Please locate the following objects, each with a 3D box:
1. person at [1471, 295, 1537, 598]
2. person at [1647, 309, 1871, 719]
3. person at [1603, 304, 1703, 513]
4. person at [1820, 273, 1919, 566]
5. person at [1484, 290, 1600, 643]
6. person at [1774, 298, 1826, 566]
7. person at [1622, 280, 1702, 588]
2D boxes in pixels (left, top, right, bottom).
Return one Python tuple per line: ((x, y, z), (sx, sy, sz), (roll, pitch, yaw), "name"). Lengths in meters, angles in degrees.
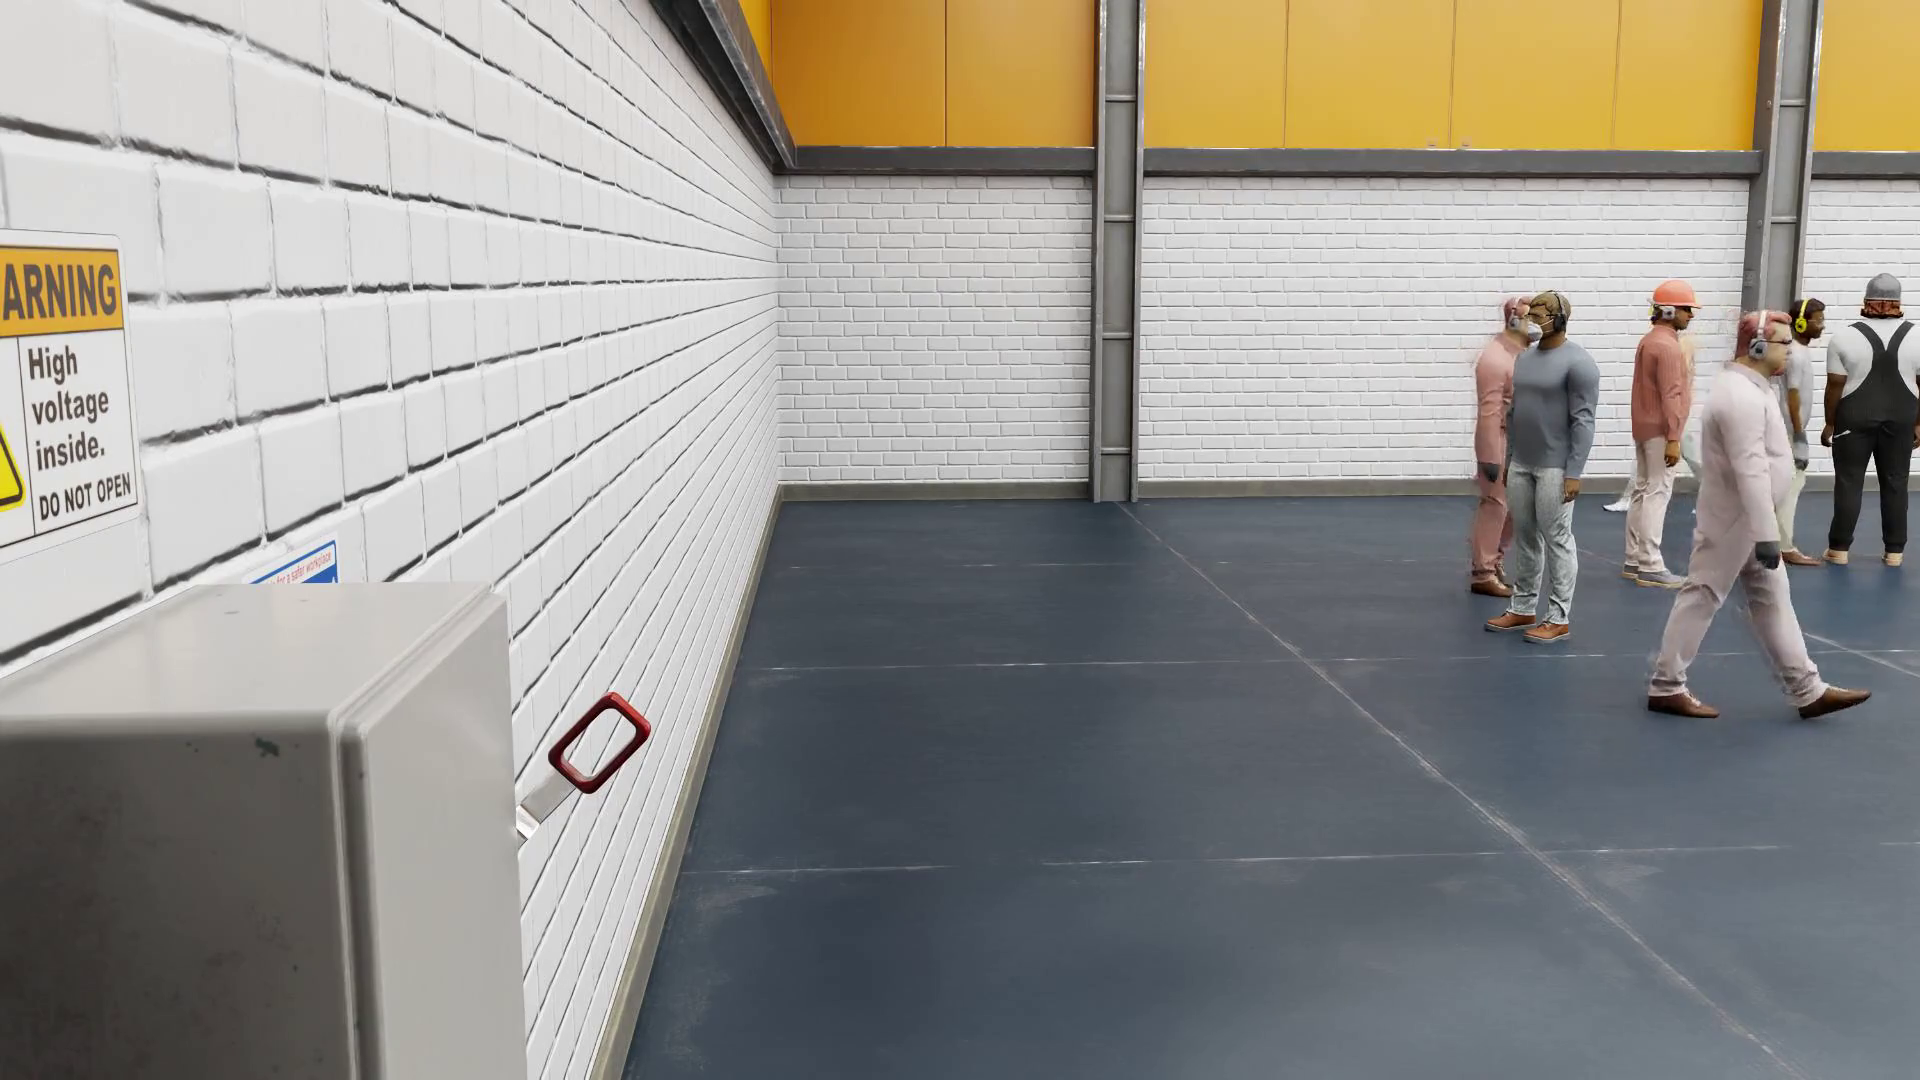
((3.440, -0.577, 10.419), (0.420, 1.898, 0.695), (8, 12, 41), "person")
((3.602, -0.084, 7.429), (0.959, 1.857, 0.678), (5, 10, 28), "person")
((6.052, -1.146, 14.082), (0.989, 1.883, 0.587), (-1, 9, -7), "person")
((6.383, -0.843, 11.650), (0.674, 2.000, 0.535), (3, 9, 16), "person")
((3.229, -0.402, 9.207), (0.372, 1.940, 0.627), (-3, 10, -20), "person")
((5.874, -0.754, 11.667), (0.376, 1.878, 0.563), (4, 10, 26), "person")
((4.578, -0.694, 10.860), (0.382, 1.991, 0.623), (1, 9, 6), "person")
